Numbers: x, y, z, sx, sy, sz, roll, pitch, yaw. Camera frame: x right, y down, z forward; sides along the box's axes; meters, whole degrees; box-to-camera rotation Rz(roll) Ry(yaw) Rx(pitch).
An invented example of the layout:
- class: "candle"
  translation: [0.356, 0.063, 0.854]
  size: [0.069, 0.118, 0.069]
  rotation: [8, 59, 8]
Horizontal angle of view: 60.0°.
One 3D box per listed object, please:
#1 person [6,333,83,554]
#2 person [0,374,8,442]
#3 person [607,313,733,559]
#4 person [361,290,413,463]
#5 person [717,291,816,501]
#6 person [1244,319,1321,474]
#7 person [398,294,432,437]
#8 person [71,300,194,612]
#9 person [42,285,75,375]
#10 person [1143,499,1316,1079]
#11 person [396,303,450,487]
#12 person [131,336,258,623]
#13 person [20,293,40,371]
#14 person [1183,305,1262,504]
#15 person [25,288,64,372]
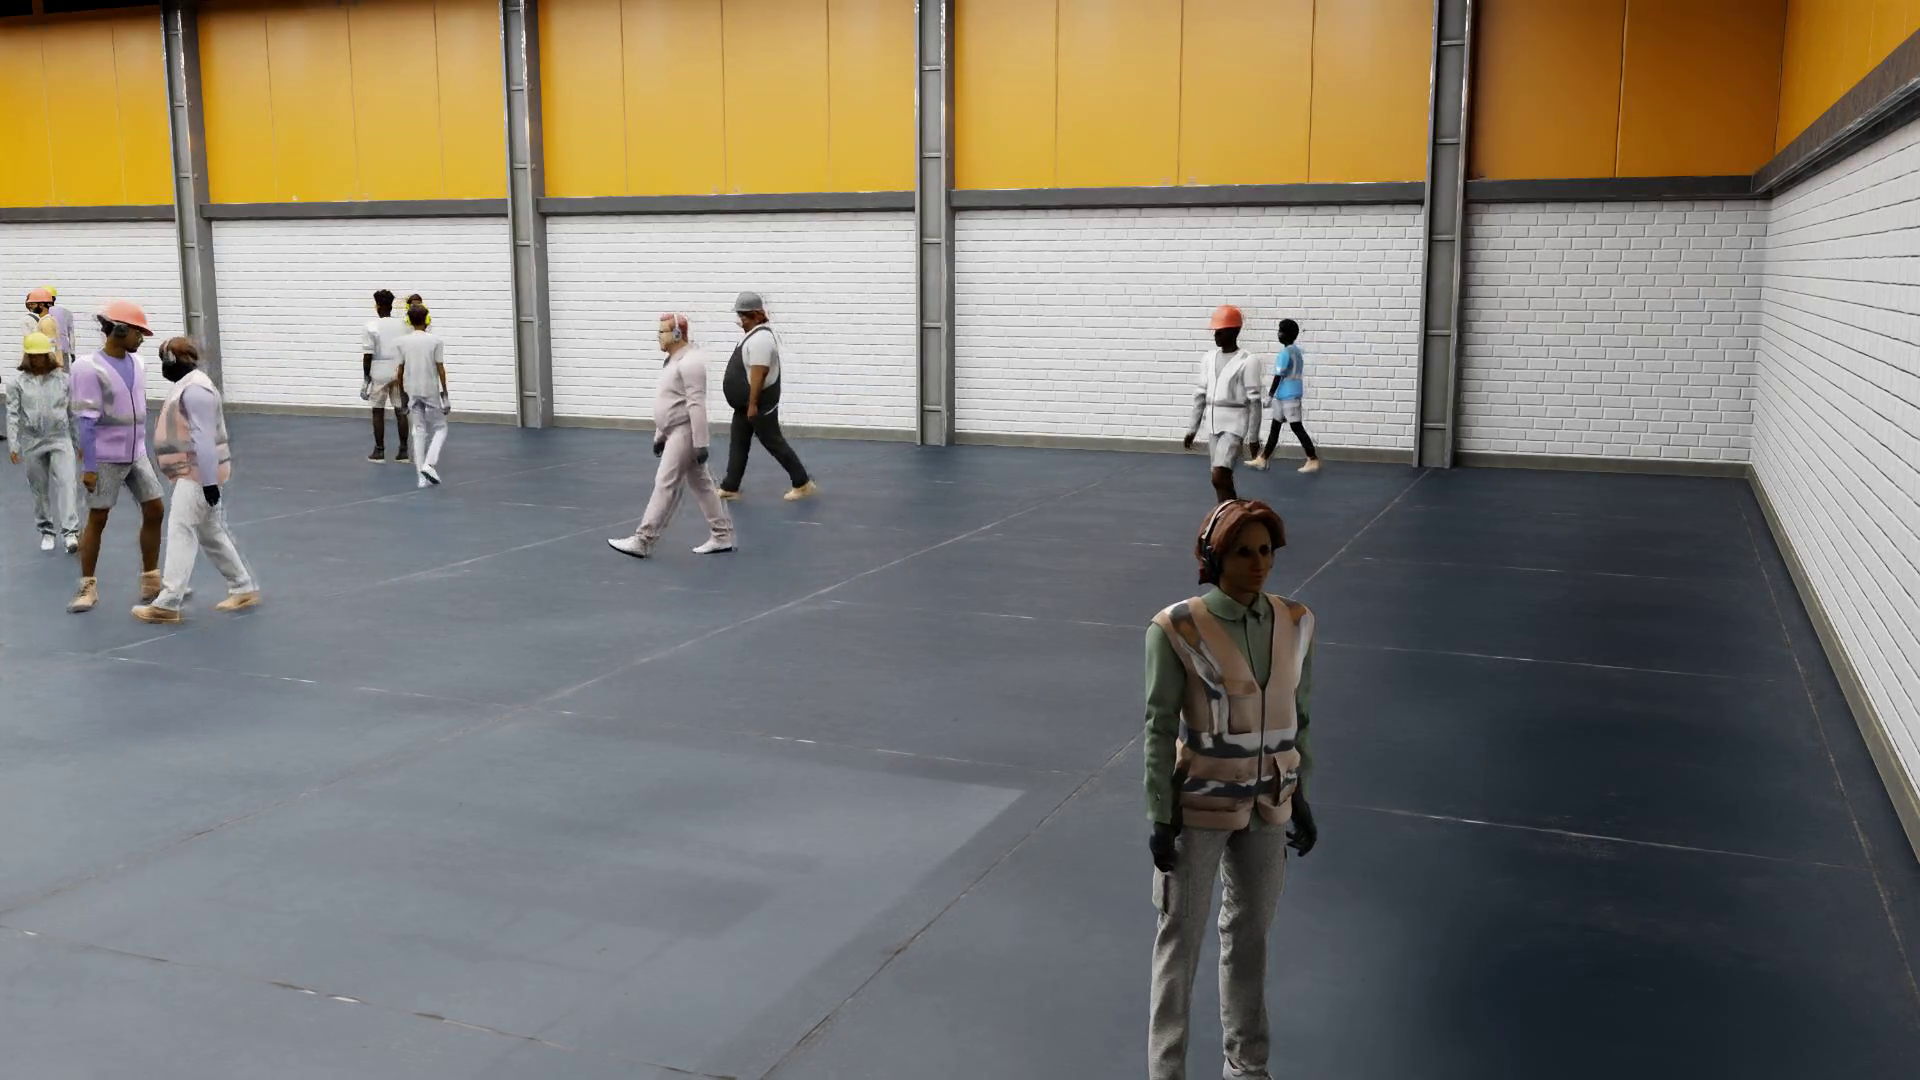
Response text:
- class: "person"
  translation: [-7.023, -0.727, 12.780]
  size: [0.510, 1.697, 0.888]
  rotation: [-5, 11, -29]
- class: "person"
  translation: [-12.290, -2.115, 20.817]
  size: [0.586, 1.823, 0.403]
  rotation: [0, 9, -1]
- class: "person"
  translation: [-2.206, -0.785, 12.654]
  size: [0.998, 1.850, 0.665]
  rotation: [-3, 10, -18]
- class: "person"
  translation: [-6.482, -1.835, 18.776]
  size: [0.643, 1.949, 0.654]
  rotation: [-8, 12, -39]
- class: "person"
  translation: [-1.860, -1.370, 15.641]
  size: [0.999, 2.000, 0.678]
  rotation: [-3, 10, -15]
- class: "person"
  translation: [3.507, -1.540, 17.844]
  size: [0.874, 1.649, 0.531]
  rotation: [4, 10, 23]
- class: "person"
  translation: [-6.968, -2.242, 21.497]
  size: [0.642, 1.848, 0.554]
  rotation: [8, 12, 39]
- class: "person"
  translation: [-5.482, -0.539, 10.800]
  size: [0.517, 2.004, 0.745]
  rotation: [3, 10, 19]
- class: "person"
  translation: [-13.596, -2.850, 24.954]
  size: [0.588, 1.927, 0.369]
  rotation: [-8, 12, -40]
- class: "person"
  translation: [0.690, 0.705, 4.280]
  size: [0.511, 1.641, 0.308]
  rotation: [-5, 10, -26]
- class: "person"
  translation: [-5.370, -1.449, 16.697]
  size: [0.548, 1.852, 0.388]
  rotation: [1, 9, 4]
- class: "person"
  translation: [-4.875, -0.392, 10.554]
  size: [0.797, 1.781, 0.658]
  rotation: [-6, 11, -31]
- class: "person"
  translation: [-12.913, -2.542, 23.339]
  size: [0.350, 1.847, 0.506]
  rotation: [5, 11, 27]
- class: "person"
  translation: [1.987, -0.841, 12.818]
  size: [0.665, 1.914, 0.554]
  rotation: [-6, 11, -32]
- class: "person"
  translation: [-11.436, -2.176, 20.837]
  size: [0.360, 1.939, 0.543]
  rotation: [-5, 10, -27]
